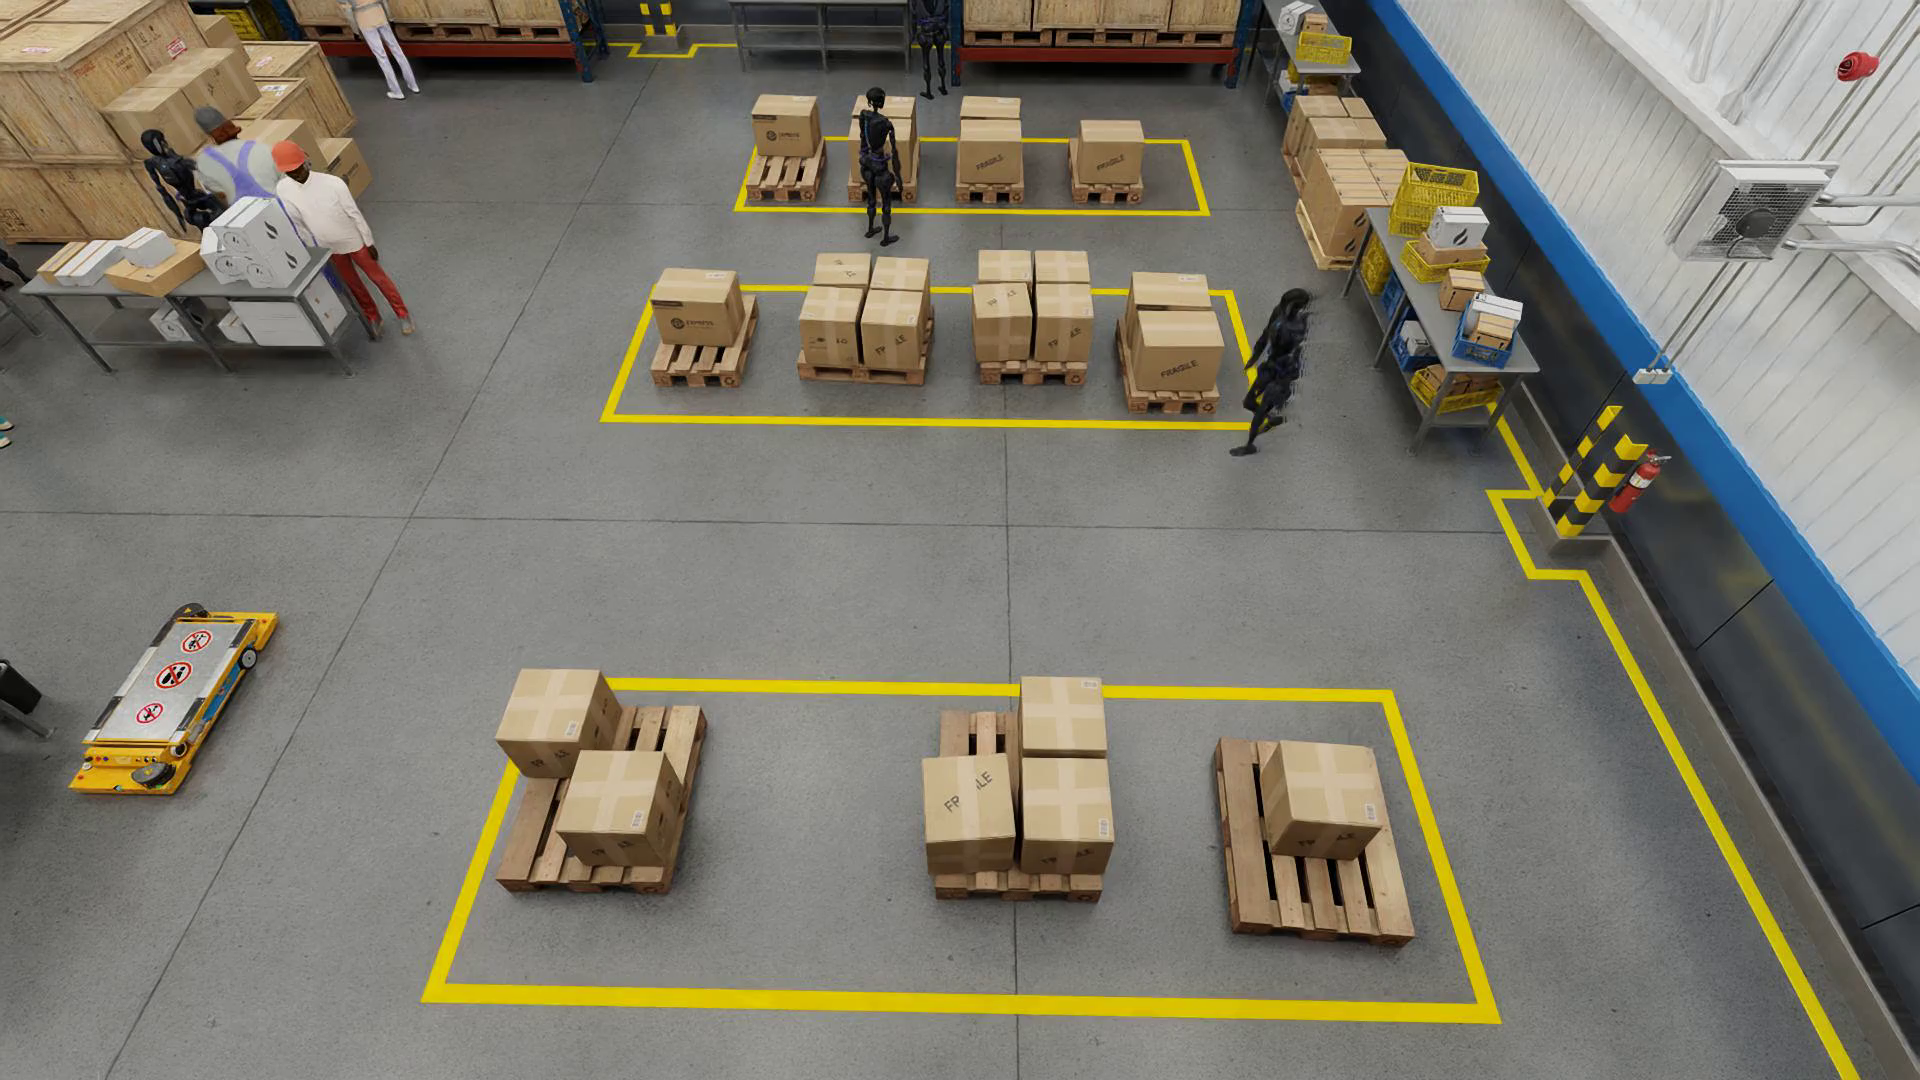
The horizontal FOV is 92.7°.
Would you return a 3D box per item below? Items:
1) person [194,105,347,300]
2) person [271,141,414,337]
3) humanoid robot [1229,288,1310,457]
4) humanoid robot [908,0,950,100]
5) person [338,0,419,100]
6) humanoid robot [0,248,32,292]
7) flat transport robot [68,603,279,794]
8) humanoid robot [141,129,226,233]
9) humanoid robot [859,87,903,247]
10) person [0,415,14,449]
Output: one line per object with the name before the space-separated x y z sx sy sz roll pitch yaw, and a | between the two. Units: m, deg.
person | -6.714 -3.219 8.931 0.714 2.000 0.550 -18 52 -15
person | -5.809 -2.773 8.589 0.612 1.987 0.399 -7 50 -6
humanoid robot | 2.628 -1.385 7.618 0.427 1.648 0.629 -6 50 -5
humanoid robot | -0.393 -6.760 12.154 0.603 1.657 0.318 -23 54 -18
person | -7.748 -6.827 12.057 0.365 1.928 0.584 30 56 23
humanoid robot | -10.052 -3.197 9.138 0.590 1.660 0.327 -7 50 -6
flat transport robot | -5.504 1.072 6.442 0.652 0.197 1.431 1 50 1
humanoid robot | -7.622 -3.323 9.246 0.599 1.657 0.315 -3 50 -2
humanoid robot | -0.871 -3.992 9.819 0.580 1.651 0.308 36 58 26
person | -8.714 -1.463 7.623 0.311 1.768 0.524 -21 53 -17
